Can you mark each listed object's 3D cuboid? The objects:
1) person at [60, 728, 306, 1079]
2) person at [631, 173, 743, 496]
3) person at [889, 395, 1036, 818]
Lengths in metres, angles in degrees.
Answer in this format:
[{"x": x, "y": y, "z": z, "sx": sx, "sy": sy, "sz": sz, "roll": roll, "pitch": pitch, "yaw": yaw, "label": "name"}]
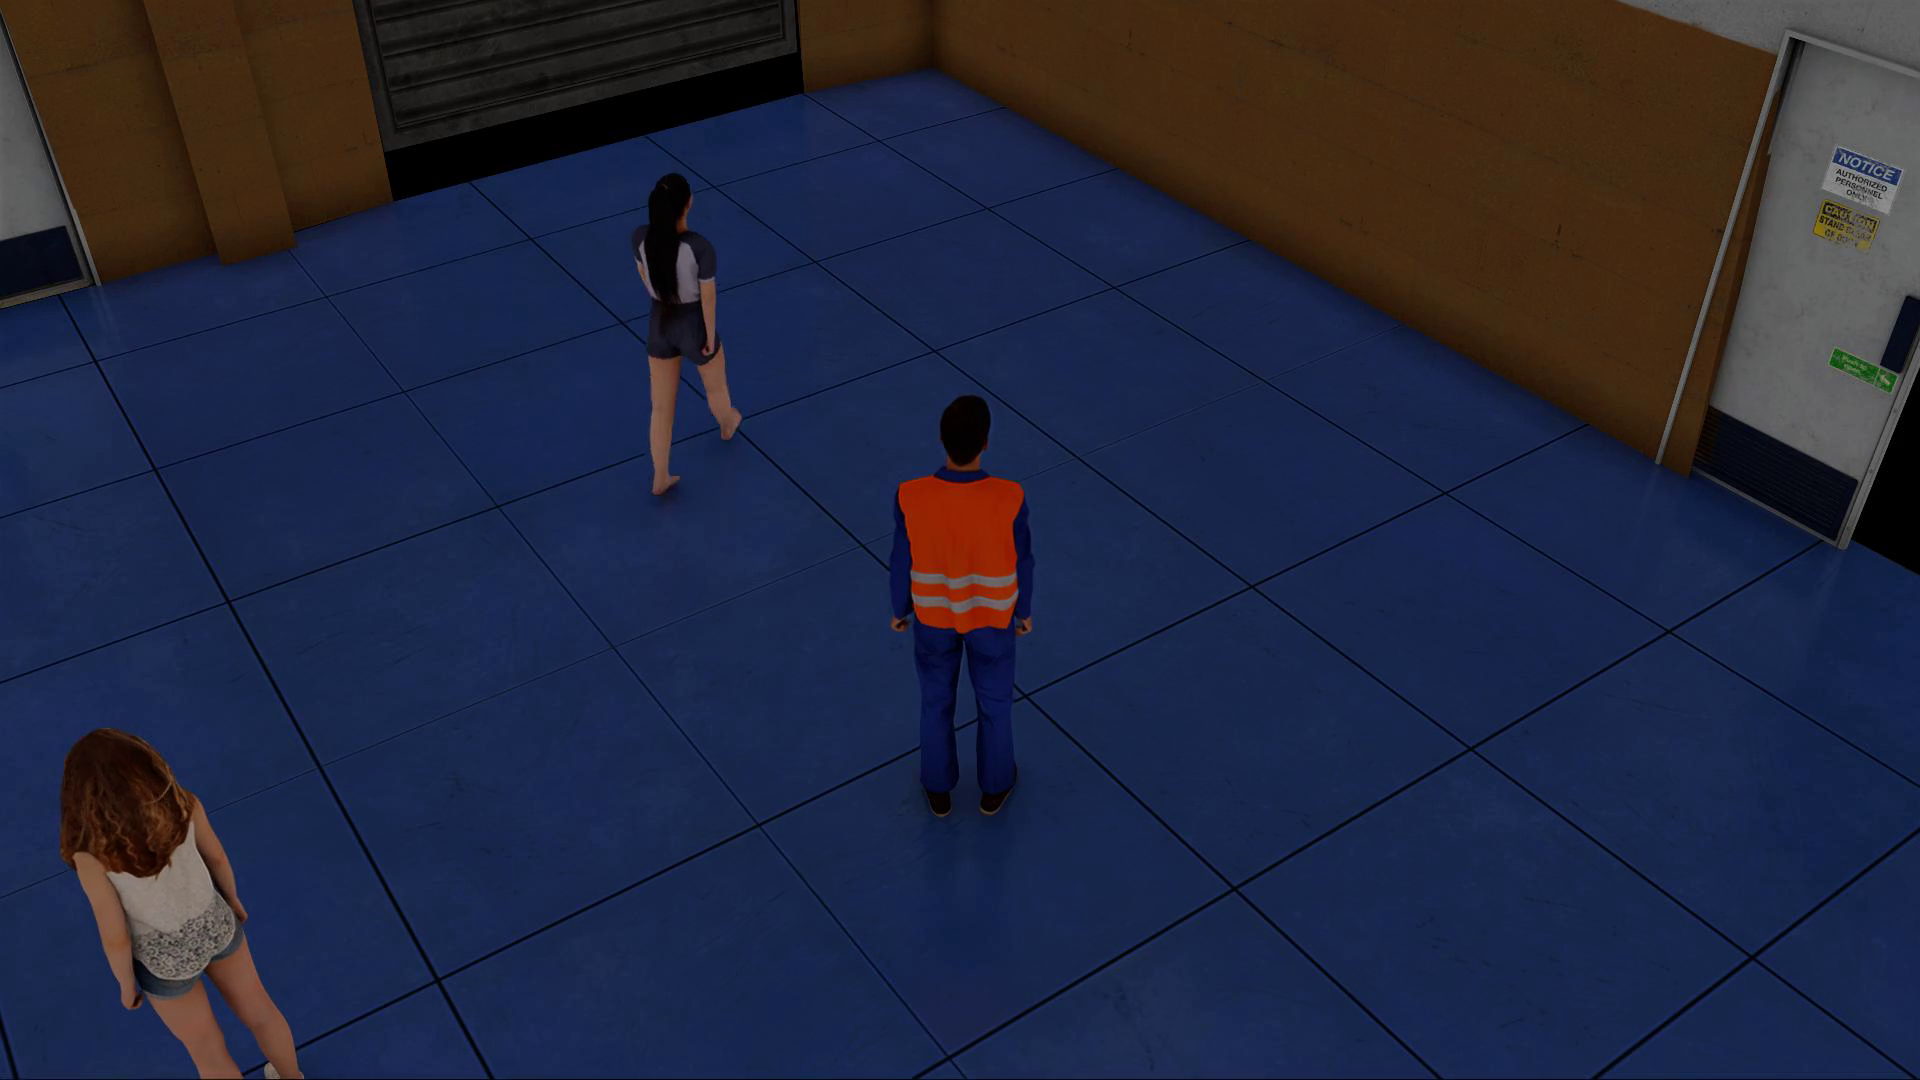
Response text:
[{"x": -2.320, "y": 1.242, "z": 5.028, "sx": 0.701, "sy": 1.759, "sz": 0.567, "roll": 22, "pitch": 42, "yaw": 27, "label": "person"}, {"x": -1.391, "y": -0.949, "z": 8.075, "sx": 1.010, "sy": 1.605, "sz": 1.118, "roll": 9, "pitch": 38, "yaw": 12, "label": "person"}, {"x": 0.010, "y": 0.282, "z": 6.221, "sx": 0.763, "sy": 1.862, "sz": 0.853, "roll": 1, "pitch": 37, "yaw": 2, "label": "person"}]
